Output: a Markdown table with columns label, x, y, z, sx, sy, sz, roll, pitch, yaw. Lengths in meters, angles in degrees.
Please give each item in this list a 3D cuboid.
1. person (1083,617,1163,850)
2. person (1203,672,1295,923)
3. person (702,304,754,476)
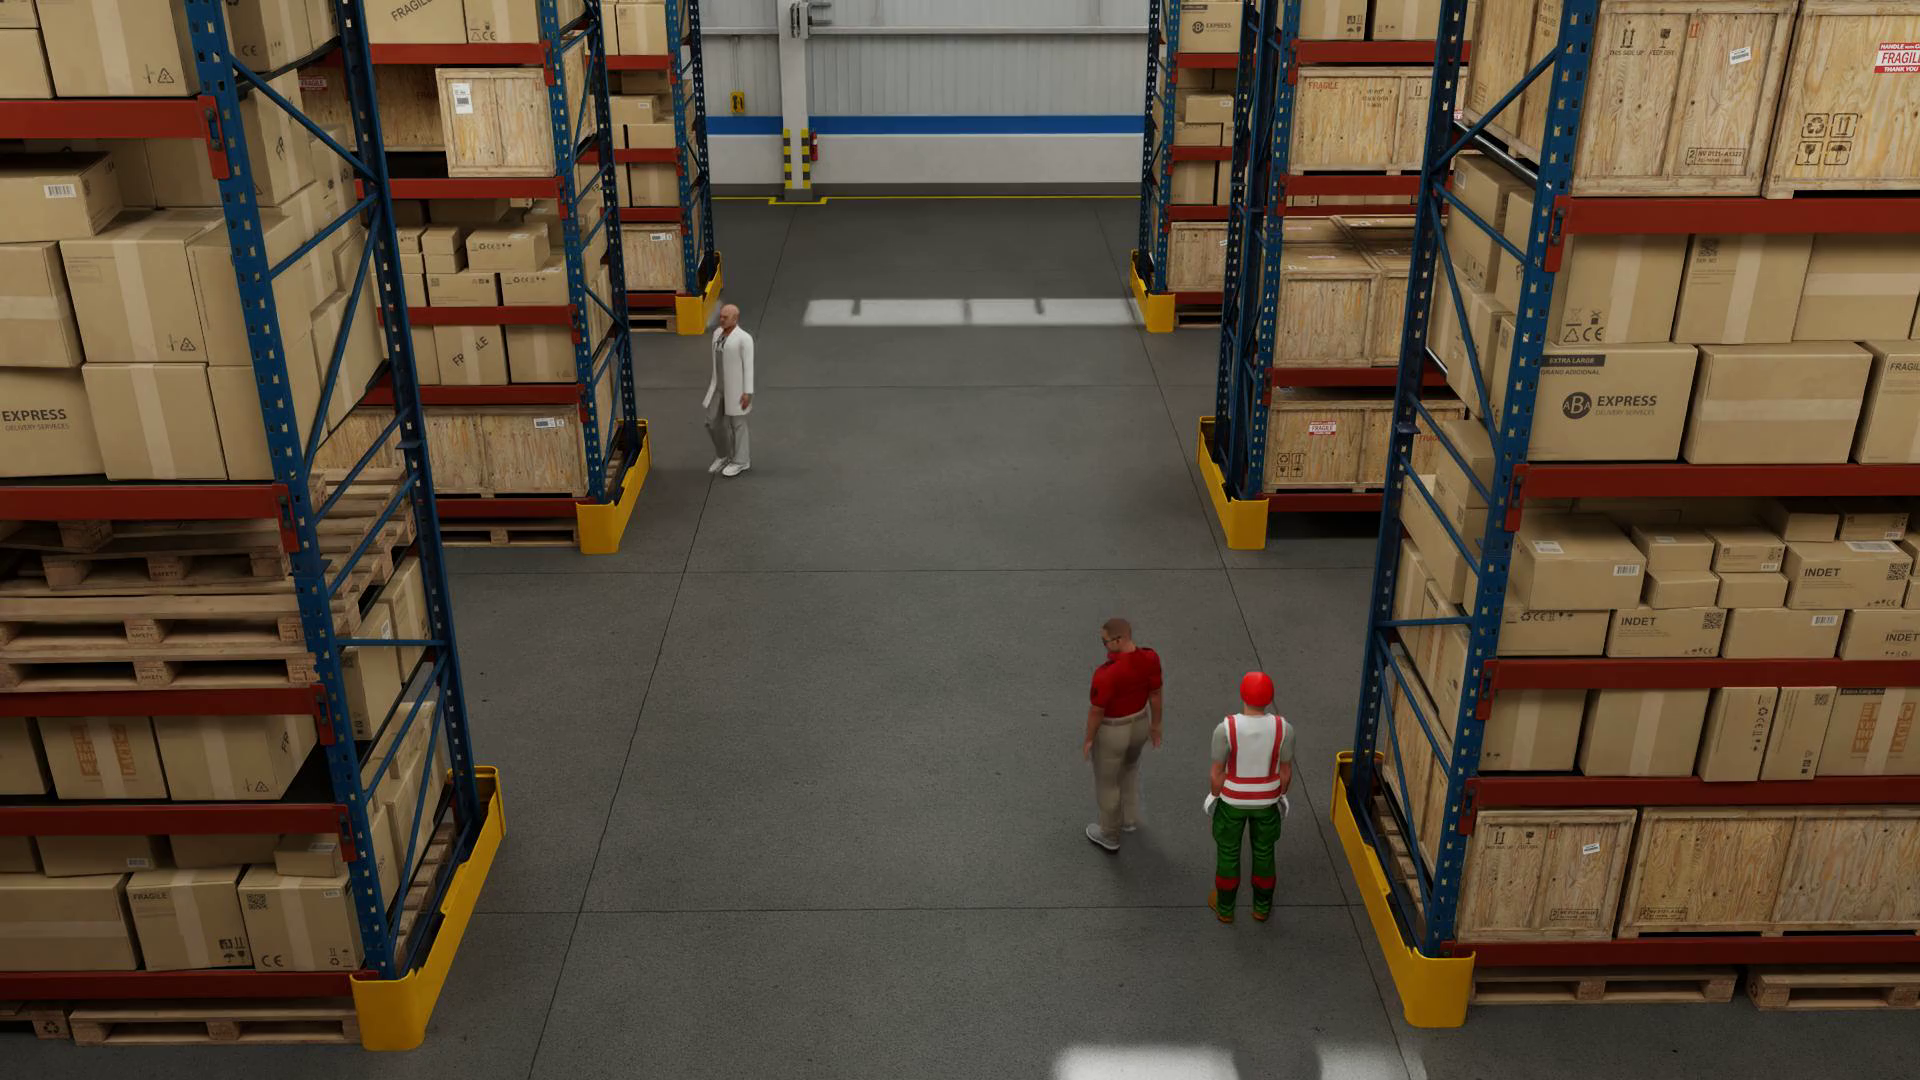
| label | x | y | z | sx | sy | sz | roll | pitch | yaw |
| --- | --- | --- | --- | --- | --- | --- | --- | --- | --- |
| person | 1.048 | 1.291 | 11.149 | 0.571 | 1.751 | 0.382 | -15 | 29 | -29 |
| person | 1.796 | 1.599 | 10.426 | 0.529 | 1.795 | 0.366 | -1 | 25 | -1 |
| person | -2.385 | -1.528 | 17.126 | 0.608 | 1.808 | 0.438 | 17 | 30 | 32 |
